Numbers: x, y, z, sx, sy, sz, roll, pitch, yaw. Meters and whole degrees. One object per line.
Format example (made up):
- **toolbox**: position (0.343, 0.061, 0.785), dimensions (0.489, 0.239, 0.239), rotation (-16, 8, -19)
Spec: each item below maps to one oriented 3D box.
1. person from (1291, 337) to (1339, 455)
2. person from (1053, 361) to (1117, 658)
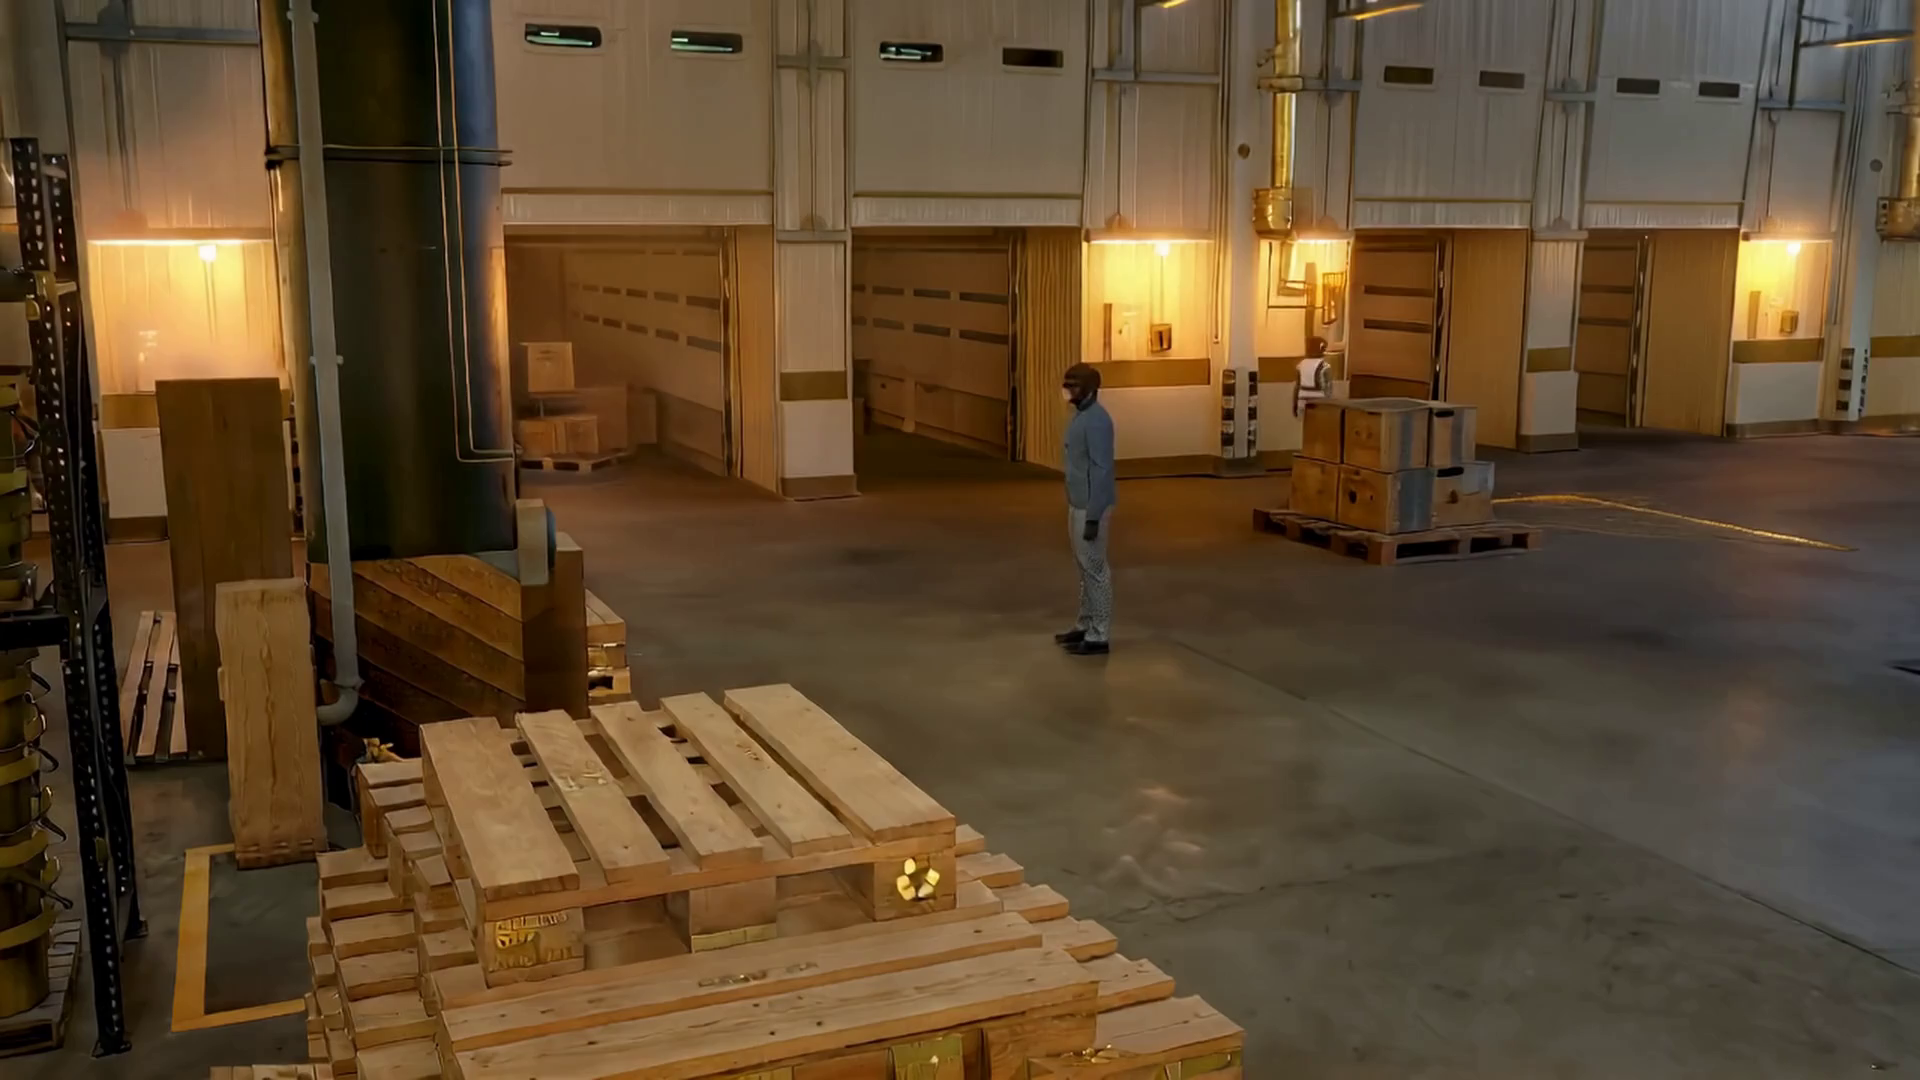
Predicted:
- **person**: position (4.106, -1.512, 19.030), dimensions (0.817, 1.603, 0.509), rotation (-7, 12, -32)
- **person**: position (0.831, -0.200, 10.884), dimensions (0.377, 1.940, 0.629), rotation (-1, 10, -5)
